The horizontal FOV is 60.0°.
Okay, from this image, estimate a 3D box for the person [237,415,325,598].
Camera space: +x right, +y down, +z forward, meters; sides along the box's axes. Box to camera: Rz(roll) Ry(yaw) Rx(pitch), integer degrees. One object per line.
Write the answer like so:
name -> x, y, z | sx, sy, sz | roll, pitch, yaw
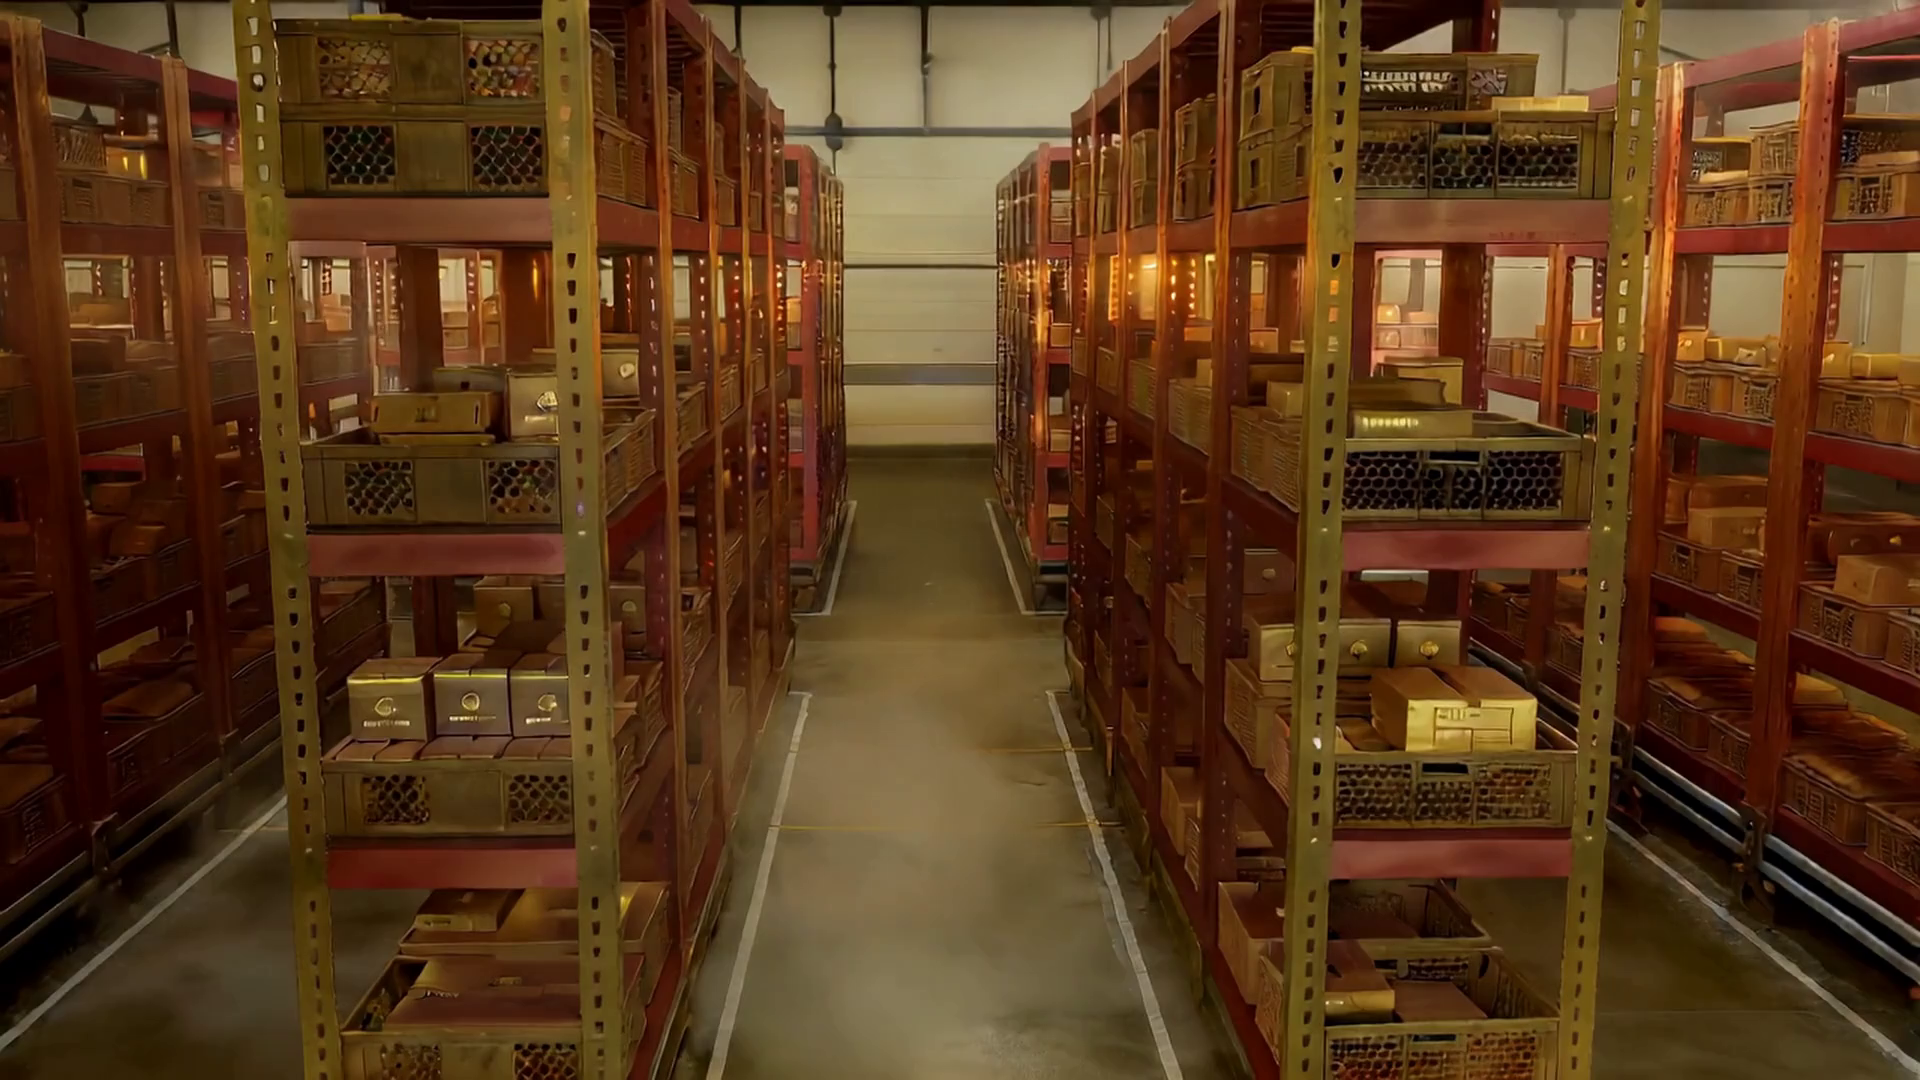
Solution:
person -> -5.125, -0.244, 12.437 | 0.967, 1.798, 0.596 | 3, 10, 16
